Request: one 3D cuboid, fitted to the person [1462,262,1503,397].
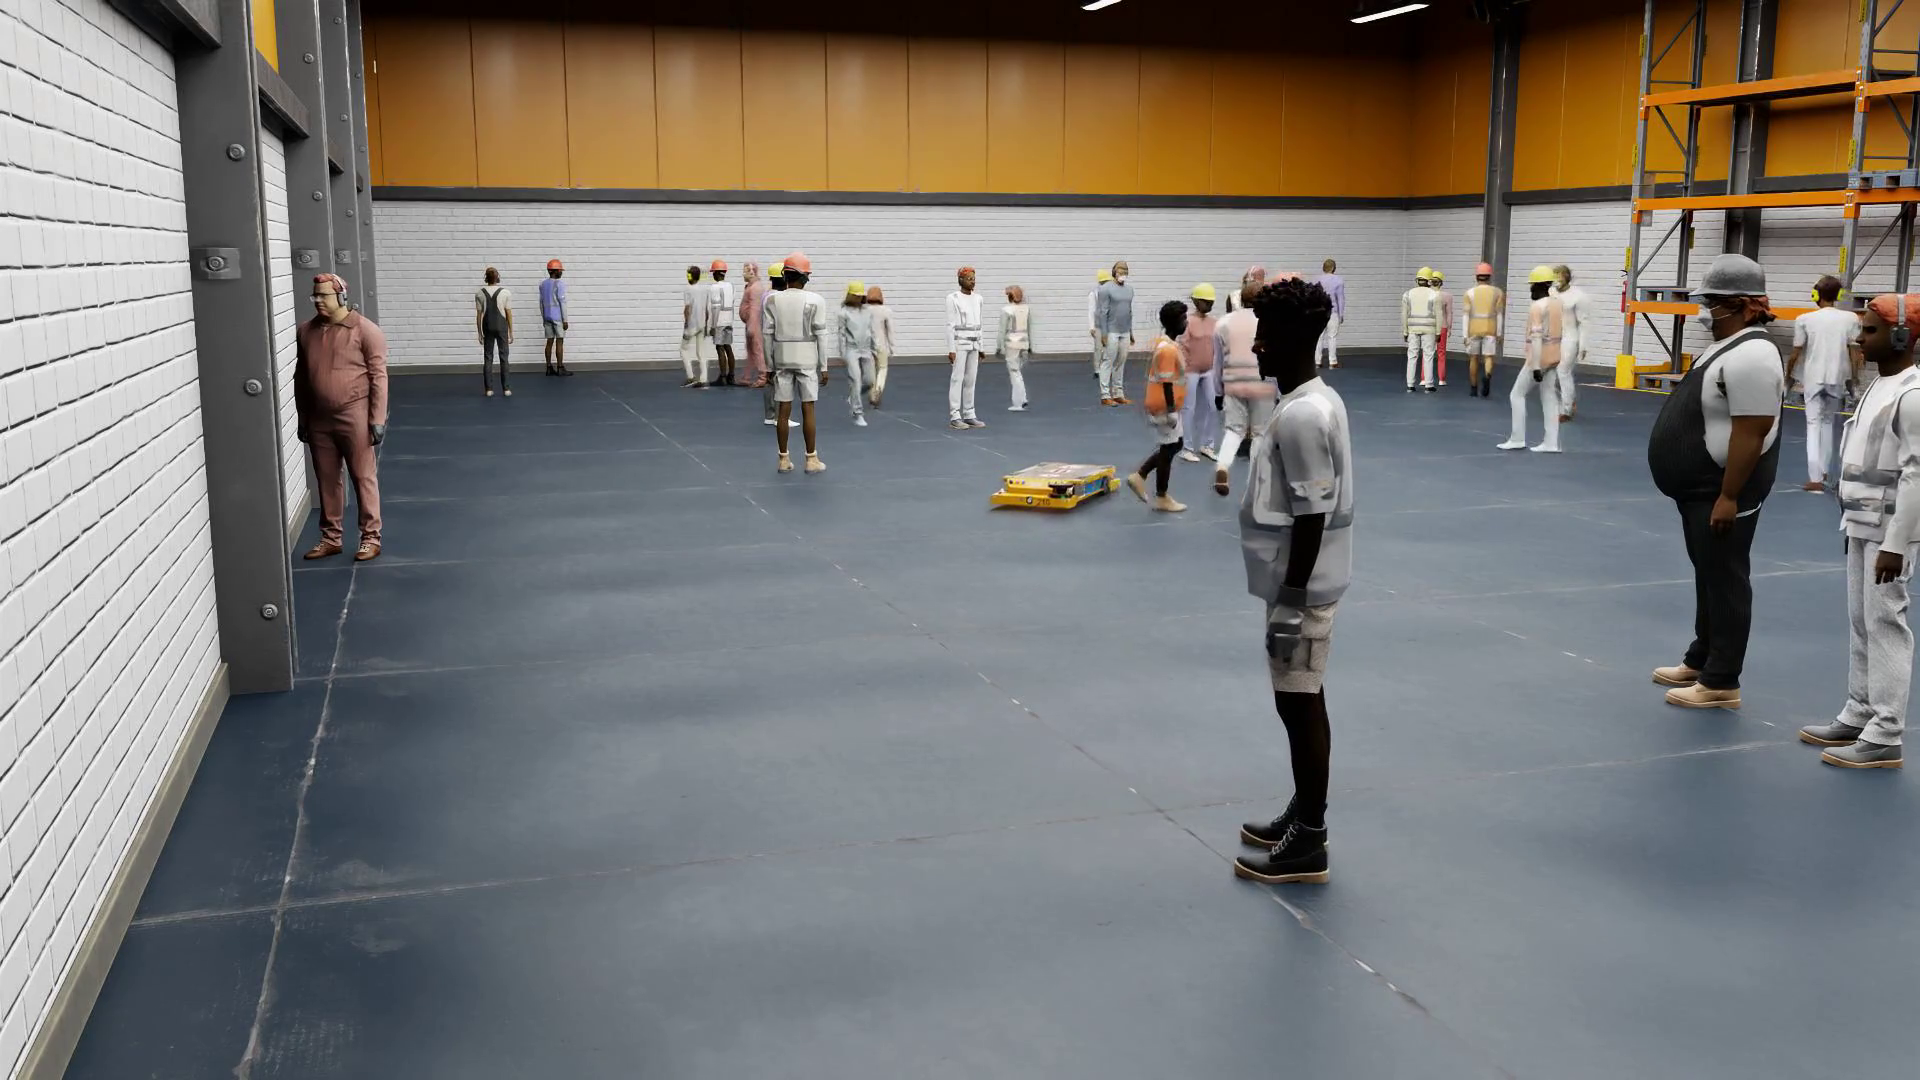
[{"bbox_3d":[7.346,-2.951,23.423,0.555,1.923,0.726,2,10,14],"label":"person"}]

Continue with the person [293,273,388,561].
[{"bbox_3d":[-4.127,-0.805,11.037,0.651,1.904,0.403,2,10,12],"label":"person"}]

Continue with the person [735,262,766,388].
[{"bbox_3d":[-3.153,-3.250,25.216,0.426,1.907,0.649,-2,10,-9],"label":"person"}]

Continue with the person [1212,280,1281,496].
[{"bbox_3d":[2.364,-1.215,13.661,0.631,1.824,0.616,5,11,28],"label":"person"}]

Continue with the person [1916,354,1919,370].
[{"bbox_3d":[7.909,-1.198,13.582,1.001,1.814,0.538,2,10,11],"label":"person"}]

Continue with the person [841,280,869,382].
[{"bbox_3d":[-1.691,-3.345,26.603,0.504,1.612,0.704,-5,11,-29],"label":"person"}]

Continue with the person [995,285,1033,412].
[{"bbox_3d":[0.698,-2.463,21.443,0.515,1.624,0.432,-9,14,-43],"label":"person"}]

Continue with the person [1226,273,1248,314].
[{"bbox_3d":[3.859,-2.667,22.186,0.655,1.789,0.958,1,10,5],"label":"person"}]

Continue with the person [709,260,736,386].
[{"bbox_3d":[-3.678,-3.328,25.547,0.364,1.935,0.553,5,11,25],"label":"person"}]

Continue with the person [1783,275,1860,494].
[{"bbox_3d":[7.359,-1.336,14.263,0.577,1.846,0.635,2,10,11],"label":"person"}]

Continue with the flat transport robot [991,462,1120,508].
[{"bbox_3d":[0.818,-0.470,13.822,0.652,0.197,1.431,4,11,22],"label":"flat transport robot"}]

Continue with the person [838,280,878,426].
[{"bbox_3d":[-1.237,-2.214,19.728,0.525,1.714,0.563,-6,12,-33],"label":"person"}]

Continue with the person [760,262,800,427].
[{"bbox_3d":[-2.136,-2.294,19.590,0.366,1.926,0.594,-6,11,-31],"label":"person"}]

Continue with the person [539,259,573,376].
[{"bbox_3d":[-6.709,-3.684,27.612,0.553,1.933,0.358,6,12,32],"label":"person"}]

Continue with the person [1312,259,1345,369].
[{"bbox_3d":[6.472,-3.969,29.271,0.629,1.936,0.373,7,12,34],"label":"person"}]

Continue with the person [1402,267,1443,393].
[{"bbox_3d":[6.761,-3.059,24.295,0.587,1.833,0.404,6,12,33],"label":"person"}]

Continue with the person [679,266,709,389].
[{"bbox_3d":[-4.044,-3.202,25.082,0.613,1.841,0.542,8,12,38],"label":"person"}]

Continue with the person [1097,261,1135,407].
[{"bbox_3d":[2.097,-2.750,22.220,0.627,1.934,0.370,-9,13,-42],"label":"person"}]

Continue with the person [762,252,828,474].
[{"bbox_3d":[-1.512,-1.635,15.441,0.615,2.041,0.391,2,10,13],"label":"person"}]

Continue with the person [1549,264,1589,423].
[{"bbox_3d":[7.316,-2.365,20.054,0.593,1.912,0.662,-5,11,-29],"label":"person"}]

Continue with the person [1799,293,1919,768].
[{"bbox_3d":[3.658,-0.032,6.628,0.351,1.882,0.581,2,10,13],"label":"person"}]

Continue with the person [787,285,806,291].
[{"bbox_3d":[-2.792,-3.483,26.470,0.673,1.943,0.924,4,11,22],"label":"person"}]

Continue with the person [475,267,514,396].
[{"bbox_3d":[-6.649,-2.970,23.788,0.501,1.839,0.342,-1,10,-6],"label":"person"}]

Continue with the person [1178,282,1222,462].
[{"bbox_3d":[2.359,-1.623,16.215,0.542,1.752,0.456,-5,11,-27],"label":"person"}]

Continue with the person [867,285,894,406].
[{"bbox_3d":[-1.138,-2.566,22.070,0.504,1.619,0.550,1,10,5],"label":"person"}]

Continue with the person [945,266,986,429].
[{"bbox_3d":[0.071,-2.231,19.360,0.352,1.881,0.580,9,13,42],"label":"person"}]

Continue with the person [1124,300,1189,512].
[{"bbox_3d":[1.579,-1.039,13.027,0.424,1.677,0.560,1,10,5],"label":"person"}]

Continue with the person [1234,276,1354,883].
[{"bbox_3d":[1.088,0.134,5.422,0.363,1.963,0.612,3,10,15],"label":"person"}]

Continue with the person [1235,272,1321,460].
[{"bbox_3d":[3.125,-1.650,16.065,1.048,1.869,0.556,5,11,25],"label":"person"}]

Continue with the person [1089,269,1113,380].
[{"bbox_3d":[2.332,-3.448,26.669,0.610,1.786,0.777,-3,10,-18],"label":"person"}]

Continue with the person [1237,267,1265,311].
[{"bbox_3d":[3.559,-2.415,20.469,0.680,1.855,0.967,-8,13,-39],"label":"person"}]

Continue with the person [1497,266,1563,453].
[{"bbox_3d":[5.877,-1.844,17.067,0.598,1.901,0.743,-8,12,-38],"label":"person"}]

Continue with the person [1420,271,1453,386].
[{"bbox_3d":[7.283,-3.235,25.534,0.523,1.760,0.327,3,10,14],"label":"person"}]

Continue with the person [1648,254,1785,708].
[{"bbox_3d":[3.402,-0.269,7.541,0.537,2.000,0.682,3,10,16],"label":"person"}]
